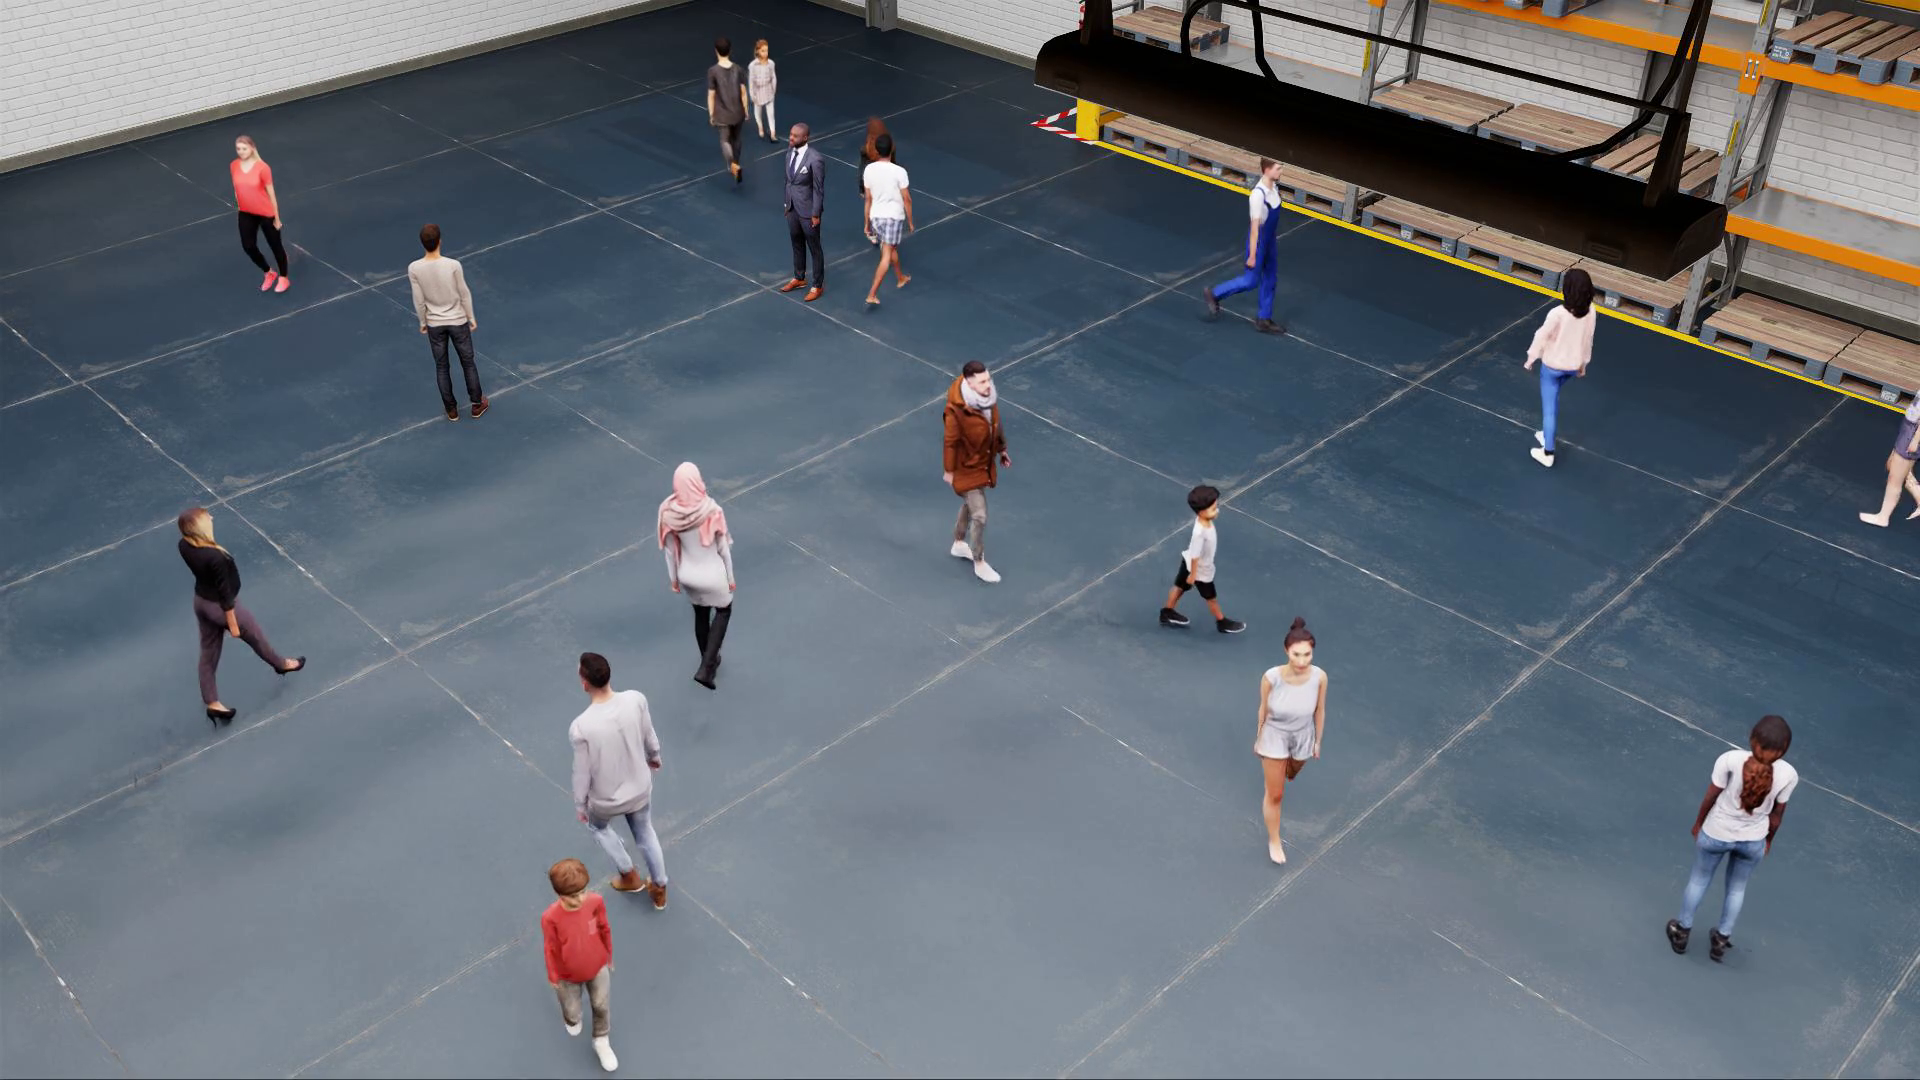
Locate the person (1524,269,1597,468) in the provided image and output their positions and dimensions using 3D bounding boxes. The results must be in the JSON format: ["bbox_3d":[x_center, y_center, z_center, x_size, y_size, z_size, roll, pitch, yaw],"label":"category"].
[{"bbox_3d":[5.133,-1.418,14.110,0.810,1.751,0.862,-11,35,-15],"label":"person"}]

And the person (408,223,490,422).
[{"bbox_3d":[-4.559,-1.930,14.774,0.742,1.868,0.770,-5,34,-7],"label":"person"}]

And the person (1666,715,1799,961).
[{"bbox_3d":[4.404,1.687,9.466,0.605,1.721,0.714,9,35,13],"label":"person"}]

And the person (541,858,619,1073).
[{"bbox_3d":[-2.062,2.232,8.927,0.623,1.409,0.755,-17,37,-24],"label":"person"}]

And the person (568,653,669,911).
[{"bbox_3d":[-1.955,1.477,9.701,0.798,1.809,0.675,-23,40,-31],"label":"person"}]

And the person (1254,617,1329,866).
[{"bbox_3d":[2.023,1.182,10.351,0.967,1.581,1.054,-2,34,-3],"label":"person"}]

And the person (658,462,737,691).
[{"bbox_3d":[-1.795,0.308,11.478,0.924,1.790,0.955,5,34,7],"label":"person"}]

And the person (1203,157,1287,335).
[{"bbox_3d":[2.864,-2.908,16.278,1.170,1.831,0.819,18,37,24],"label":"person"}]

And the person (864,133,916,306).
[{"bbox_3d":[-0.769,-3.190,16.839,1.136,1.680,0.929,17,37,23],"label":"person"}]

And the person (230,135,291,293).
[{"bbox_3d":[-7.156,-3.367,17.104,0.738,1.682,0.807,4,34,6],"label":"person"}]

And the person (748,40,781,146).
[{"bbox_3d":[-2.506,-5.652,20.913,0.796,1.271,0.986,-10,35,-14],"label":"person"}]

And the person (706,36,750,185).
[{"bbox_3d":[-2.702,-5.025,19.594,0.838,1.687,1.058,-15,36,-21],"label":"person"}]

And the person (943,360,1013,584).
[{"bbox_3d":[0.026,-0.591,12.807,0.886,1.815,0.801,19,38,26],"label":"person"}]

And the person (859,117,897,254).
[{"bbox_3d":[-0.864,-3.799,17.949,0.772,1.466,0.848,-7,34,-10],"label":"person"}]

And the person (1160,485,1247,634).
[{"bbox_3d":[1.696,0.149,12.225,0.929,1.227,0.783,7,34,10],"label":"person"}]

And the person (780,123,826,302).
[{"bbox_3d":[-1.599,-3.381,16.998,0.538,1.822,0.748,27,42,34],"label":"person"}]

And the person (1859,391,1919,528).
[{"bbox_3d":[7.712,-0.787,13.260,0.752,1.641,0.651,23,40,31],"label":"person"}]

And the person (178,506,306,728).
[{"bbox_3d":[-5.079,0.554,11.249,1.032,1.633,0.854,18,38,25],"label":"person"}]
